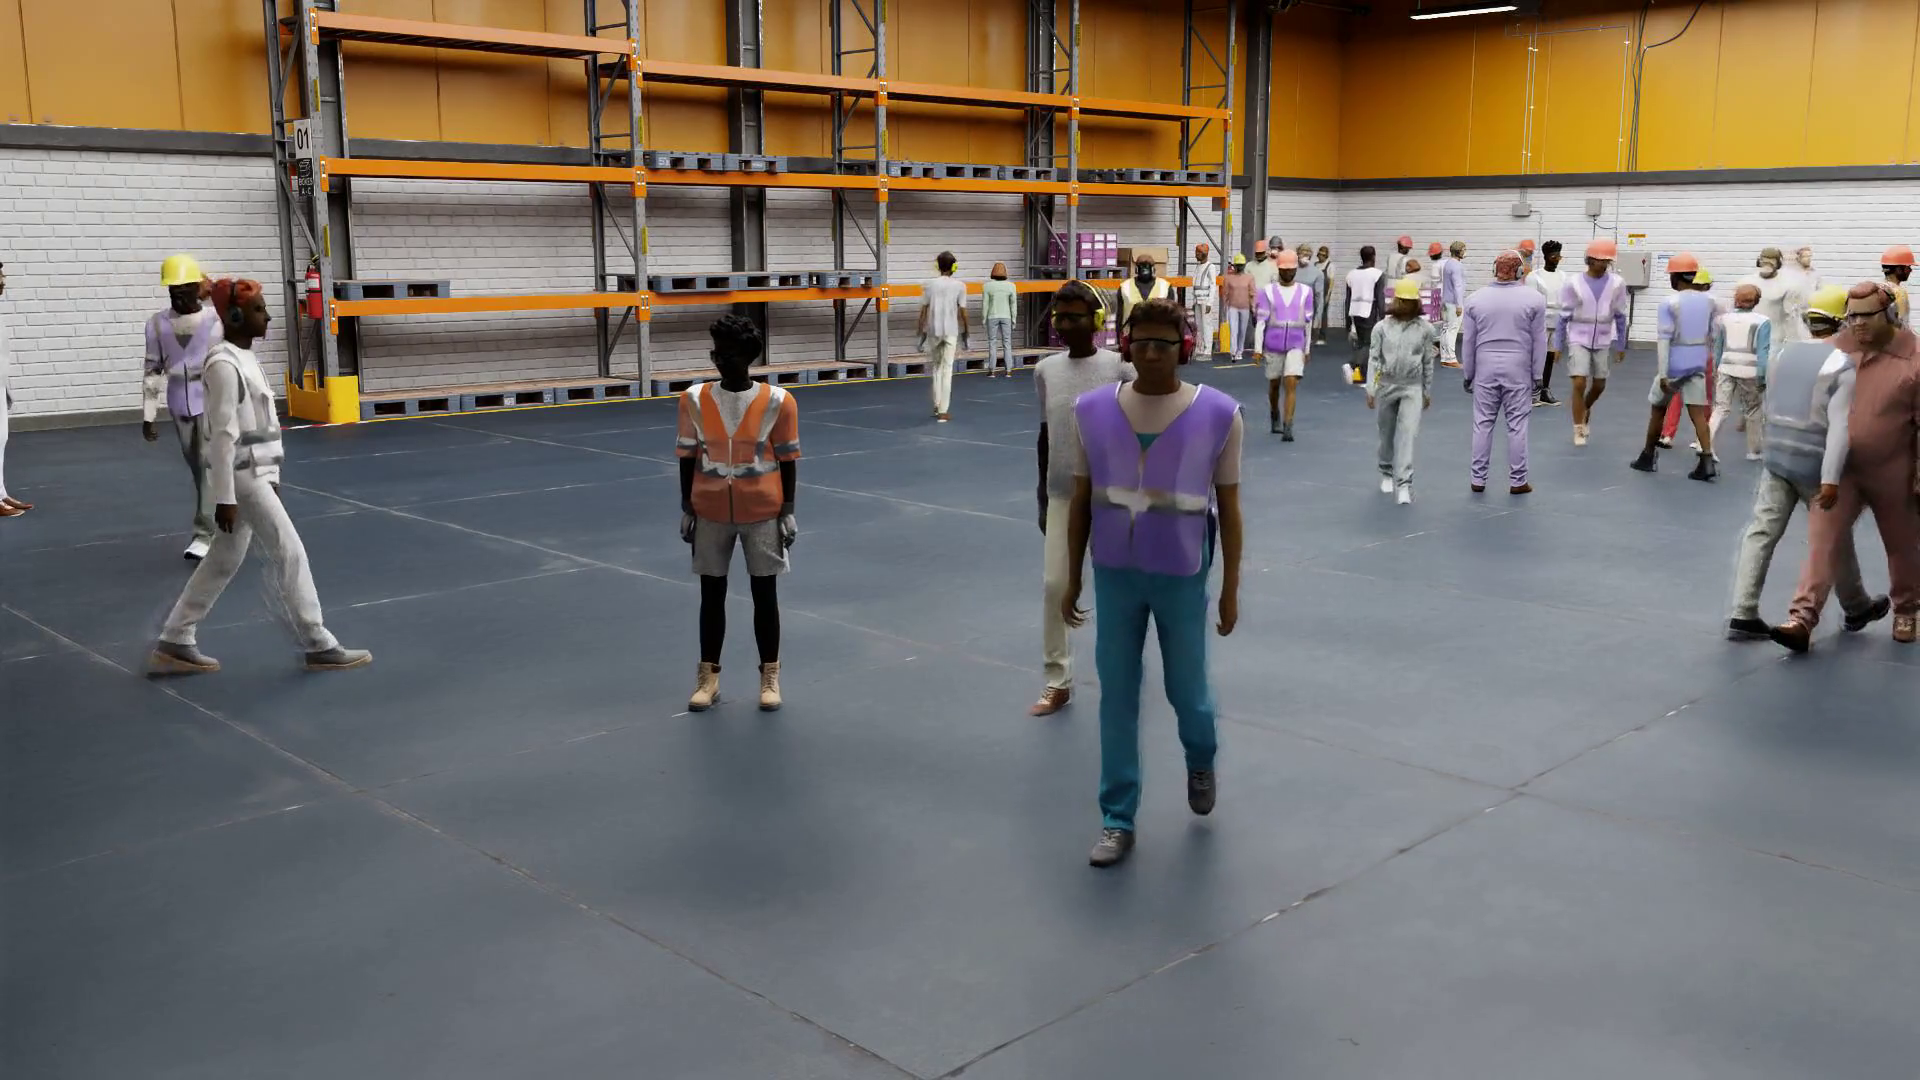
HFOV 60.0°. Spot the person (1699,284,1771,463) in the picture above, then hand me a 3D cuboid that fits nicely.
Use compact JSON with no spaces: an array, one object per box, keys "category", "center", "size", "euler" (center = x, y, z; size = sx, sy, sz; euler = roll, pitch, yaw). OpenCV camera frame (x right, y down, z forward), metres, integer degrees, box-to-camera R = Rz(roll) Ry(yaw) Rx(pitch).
[{"category":"person","center":[6.931,-1.477,14.820],"size":[0.820,1.599,0.534],"euler":[-7,13,-34]}]

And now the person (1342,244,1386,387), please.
[{"category":"person","center":[5.345,-2.960,22.060],"size":[0.717,1.903,0.601],"euler":[-7,13,-35]}]

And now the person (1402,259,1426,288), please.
[{"category":"person","center":[8.153,-4.286,30.174],"size":[0.507,1.578,0.873],"euler":[-6,12,-30]}]

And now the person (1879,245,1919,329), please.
[{"category":"person","center":[8.067,-1.588,14.479],"size":[0.366,1.939,0.542],"euler":[0,10,-1]}]

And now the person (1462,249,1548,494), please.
[{"category":"person","center":[4.274,-1.314,13.070],"size":[0.638,1.911,0.406],"euler":[5,12,27]}]

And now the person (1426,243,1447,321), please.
[{"category":"person","center":[8.865,-4.573,30.965],"size":[0.627,1.866,0.692],"euler":[-10,14,-43]}]

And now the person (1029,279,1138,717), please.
[{"category":"person","center":[0.577,-0.198,7.189],"size":[0.525,1.851,0.780],"euler":[5,12,27]}]

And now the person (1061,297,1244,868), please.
[{"category":"person","center":[0.634,0.116,5.481],"size":[0.590,1.835,0.629],"euler":[4,11,21]}]

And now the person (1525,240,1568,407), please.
[{"category":"person","center":[6.956,-2.563,19.730],"size":[0.614,1.960,0.361],"euler":[-5,11,-25]}]

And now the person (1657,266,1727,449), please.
[{"category":"person","center":[6.882,-1.695,15.623],"size":[0.537,1.722,0.858],"euler":[10,14,43]}]

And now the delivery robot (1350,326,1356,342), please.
[{"category":"delivery robot","center":[7.278,-3.689,29.458],"size":[0.707,0.478,0.477],"euler":[4,11,20]}]

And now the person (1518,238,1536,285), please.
[{"category":"person","center":[10.127,-4.487,30.207],"size":[0.632,1.968,0.615],"euler":[-10,14,-43]}]

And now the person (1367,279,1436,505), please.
[{"category":"person","center":[3.394,-1.161,12.823],"size":[0.495,1.696,0.901],"euler":[2,11,12]}]

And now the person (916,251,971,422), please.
[{"category":"person","center":[-0.157,-2.234,18.245],"size":[0.573,1.841,0.720],"euler":[2,11,12]}]

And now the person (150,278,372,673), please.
[{"category":"person","center":[-3.311,-0.279,7.639],"size":[0.964,1.841,0.587],"euler":[-3,11,-17]}]

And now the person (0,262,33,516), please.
[{"category":"person","center":[-7.005,-1.108,12.059],"size":[0.309,1.868,0.534],"euler":[-3,11,-16]}]

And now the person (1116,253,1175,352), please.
[{"category":"person","center":[1.952,-2.095,17.537],"size":[0.621,1.824,0.627],"euler":[1,10,5]}]

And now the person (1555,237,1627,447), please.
[{"category":"person","center":[6.106,-1.924,16.162],"size":[0.663,2.010,0.835],"euler":[1,10,5]}]

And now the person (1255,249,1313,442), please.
[{"category":"person","center":[3.239,-1.964,16.670],"size":[0.560,1.895,0.983],"euler":[1,10,7]}]

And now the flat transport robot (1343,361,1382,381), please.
[{"category":"flat transport robot","center":[5.878,-2.377,23.335],"size":[0.652,0.197,1.431],"euler":[5,12,27]}]

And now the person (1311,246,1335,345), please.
[{"category":"person","center":[6.607,-4.475,30.550],"size":[0.529,1.820,0.602],"euler":[9,14,40]}]

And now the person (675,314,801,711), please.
[{"category":"person","center":[-0.945,-0.110,7.080],"size":[0.530,1.696,0.322],"euler":[0,10,2]}]

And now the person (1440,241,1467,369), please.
[{"category":"person","center":[7.536,-3.584,25.366],"size":[0.372,1.940,0.631],"euler":[0,10,1]}]

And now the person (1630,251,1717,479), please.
[{"category":"person","center":[6.057,-1.461,13.931],"size":[0.544,1.898,0.969],"euler":[-1,10,-8]}]

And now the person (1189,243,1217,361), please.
[{"category":"person","center":[3.931,-3.847,26.945],"size":[0.354,1.887,0.573],"euler":[-4,11,-19]}]

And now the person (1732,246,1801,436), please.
[{"category":"person","center":[8.157,-2.017,16.898],"size":[0.423,1.913,0.663],"euler":[-10,14,-43]}]

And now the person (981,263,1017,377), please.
[{"category":"person","center":[0.558,-3.145,23.803],"size":[0.508,1.632,0.265],"euler":[-1,10,-7]}]

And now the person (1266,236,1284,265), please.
[{"category":"person","center":[5.423,-4.279,28.877],"size":[0.705,2.000,0.960],"euler":[6,12,31]}]

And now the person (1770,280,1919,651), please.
[{"category":"person","center":[4.412,-0.348,8.104],"size":[1.130,1.798,0.658],"euler":[-9,14,-42]}]

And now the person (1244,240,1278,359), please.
[{"category":"person","center":[5.001,-3.989,27.589],"size":[0.600,1.957,1.018],"euler":[7,12,32]}]

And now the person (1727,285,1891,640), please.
[{"category":"person","center":[4.295,-0.380,8.338],"size":[0.971,1.768,0.606],"euler":[-4,11,-20]}]

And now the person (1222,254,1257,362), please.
[{"category":"person","center":[4.492,-3.733,26.773],"size":[0.531,1.725,0.907],"euler":[1,10,5]}]

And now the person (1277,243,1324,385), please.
[{"category":"person","center":[4.561,-3.019,22.361],"size":[0.652,1.904,0.873],"euler":[2,11,10]}]

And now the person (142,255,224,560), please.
[{"category":"person","center":[-4.810,-0.808,10.357],"size":[0.610,1.889,0.892],"euler":[1,10,4]}]

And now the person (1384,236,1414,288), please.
[{"category":"person","center":[8.143,-4.653,31.016],"size":[0.526,2.005,0.679],"euler":[-4,11,-21]}]

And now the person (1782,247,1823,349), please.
[{"category":"person","center":[12.271,-3.348,24.308],"size":[0.647,1.865,0.980],"euler":[-3,11,-17]}]

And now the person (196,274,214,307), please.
[{"category":"person","center":[-7.689,-1.899,17.010],"size":[0.282,1.633,0.499],"euler":[-1,10,-6]}]
